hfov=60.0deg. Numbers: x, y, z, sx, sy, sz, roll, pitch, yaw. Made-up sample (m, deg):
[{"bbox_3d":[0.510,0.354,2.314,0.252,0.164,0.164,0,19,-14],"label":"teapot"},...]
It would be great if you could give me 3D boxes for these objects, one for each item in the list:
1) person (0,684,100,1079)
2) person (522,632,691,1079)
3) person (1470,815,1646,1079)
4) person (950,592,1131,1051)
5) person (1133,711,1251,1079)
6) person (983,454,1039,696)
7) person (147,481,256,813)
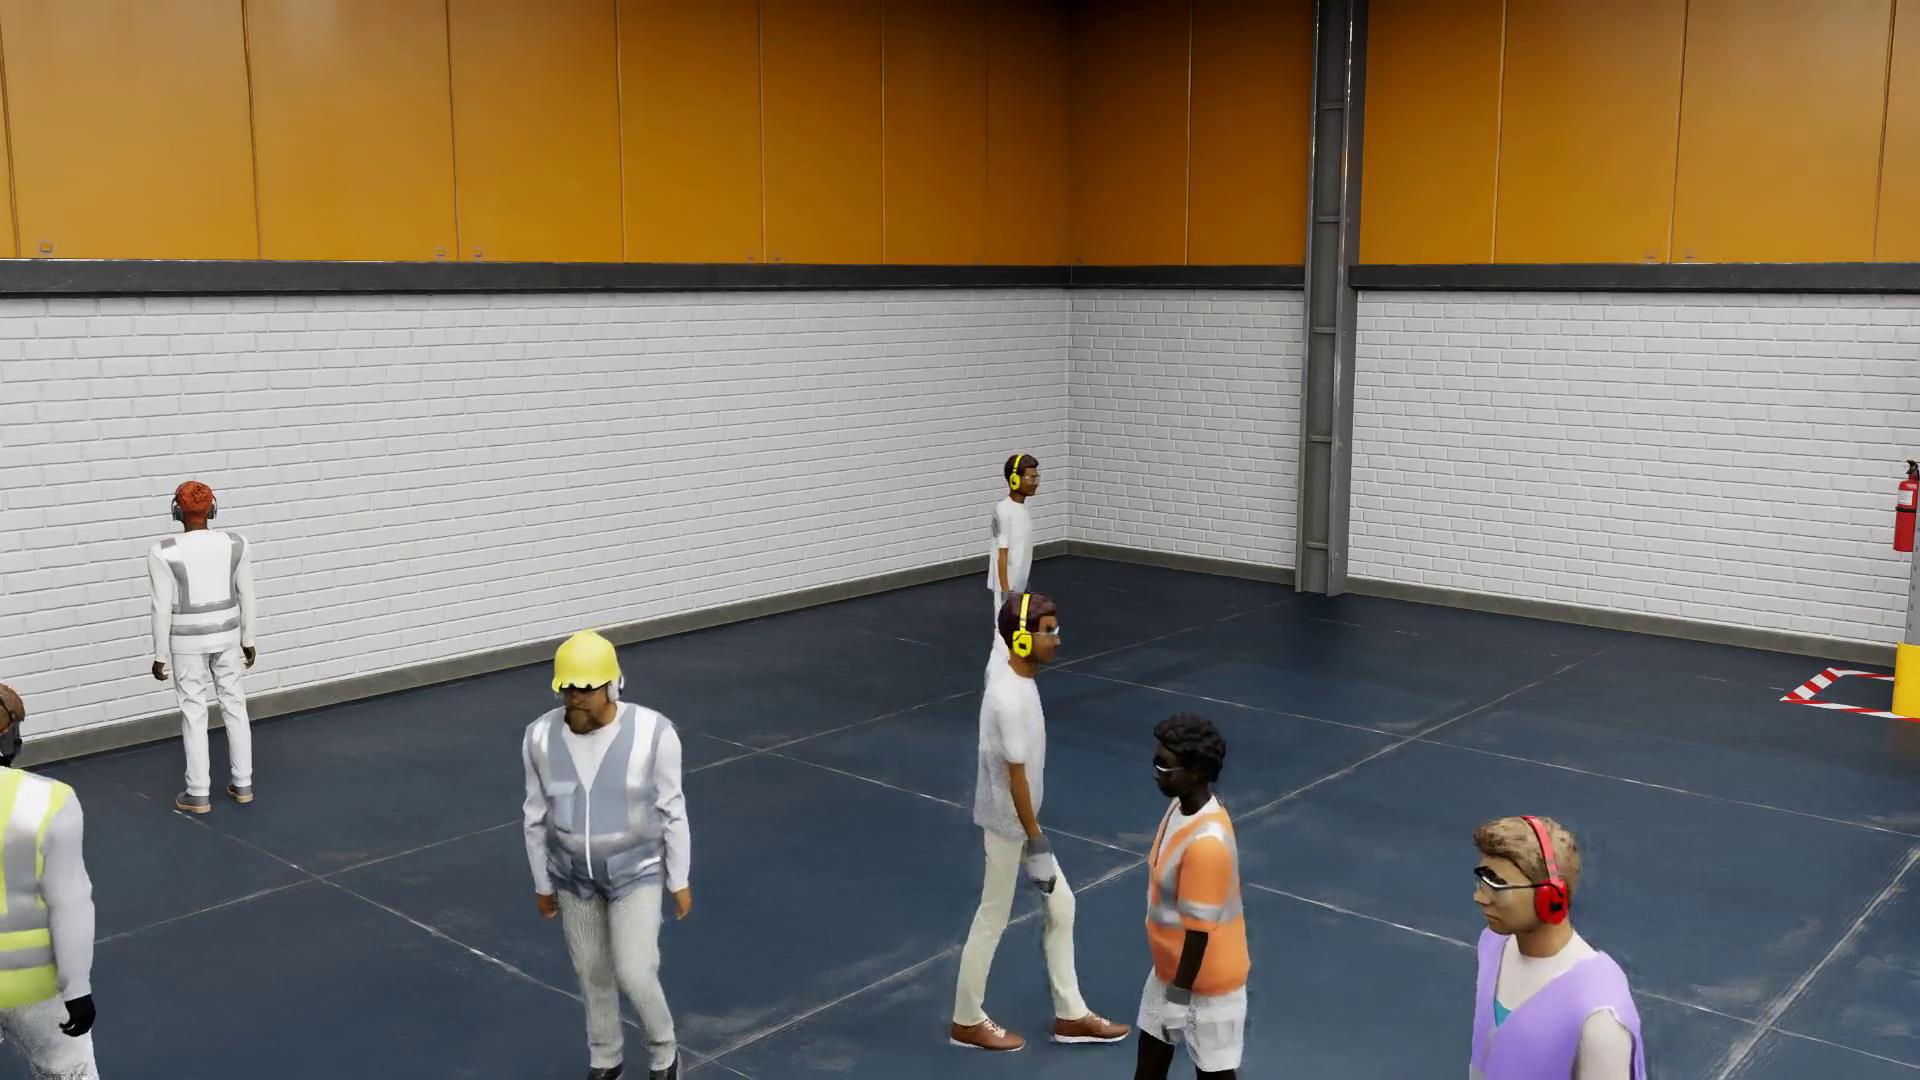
[{"bbox_3d":[-2.969,1.316,5.210,0.657,1.791,0.941,-1,9,-3],"label":"person"},{"bbox_3d":[-1.278,1.199,5.967,0.600,1.804,0.480,1,9,7],"label":"person"},{"bbox_3d":[1.325,1.522,3.808,0.445,1.826,0.604,-1,9,-6],"label":"person"},{"bbox_3d":[0.330,1.108,6.386,0.839,1.835,0.543,1,9,7],"label":"person"},{"bbox_3d":[0.668,1.363,5.292,0.712,1.662,0.549,0,9,-3],"label":"person"},{"bbox_3d":[0.355,0.348,11.121,0.351,1.859,0.507,4,10,22],"label":"person"},{"bbox_3d":[-4.287,0.600,9.440,0.343,1.882,0.585,8,12,42],"label":"person"}]
